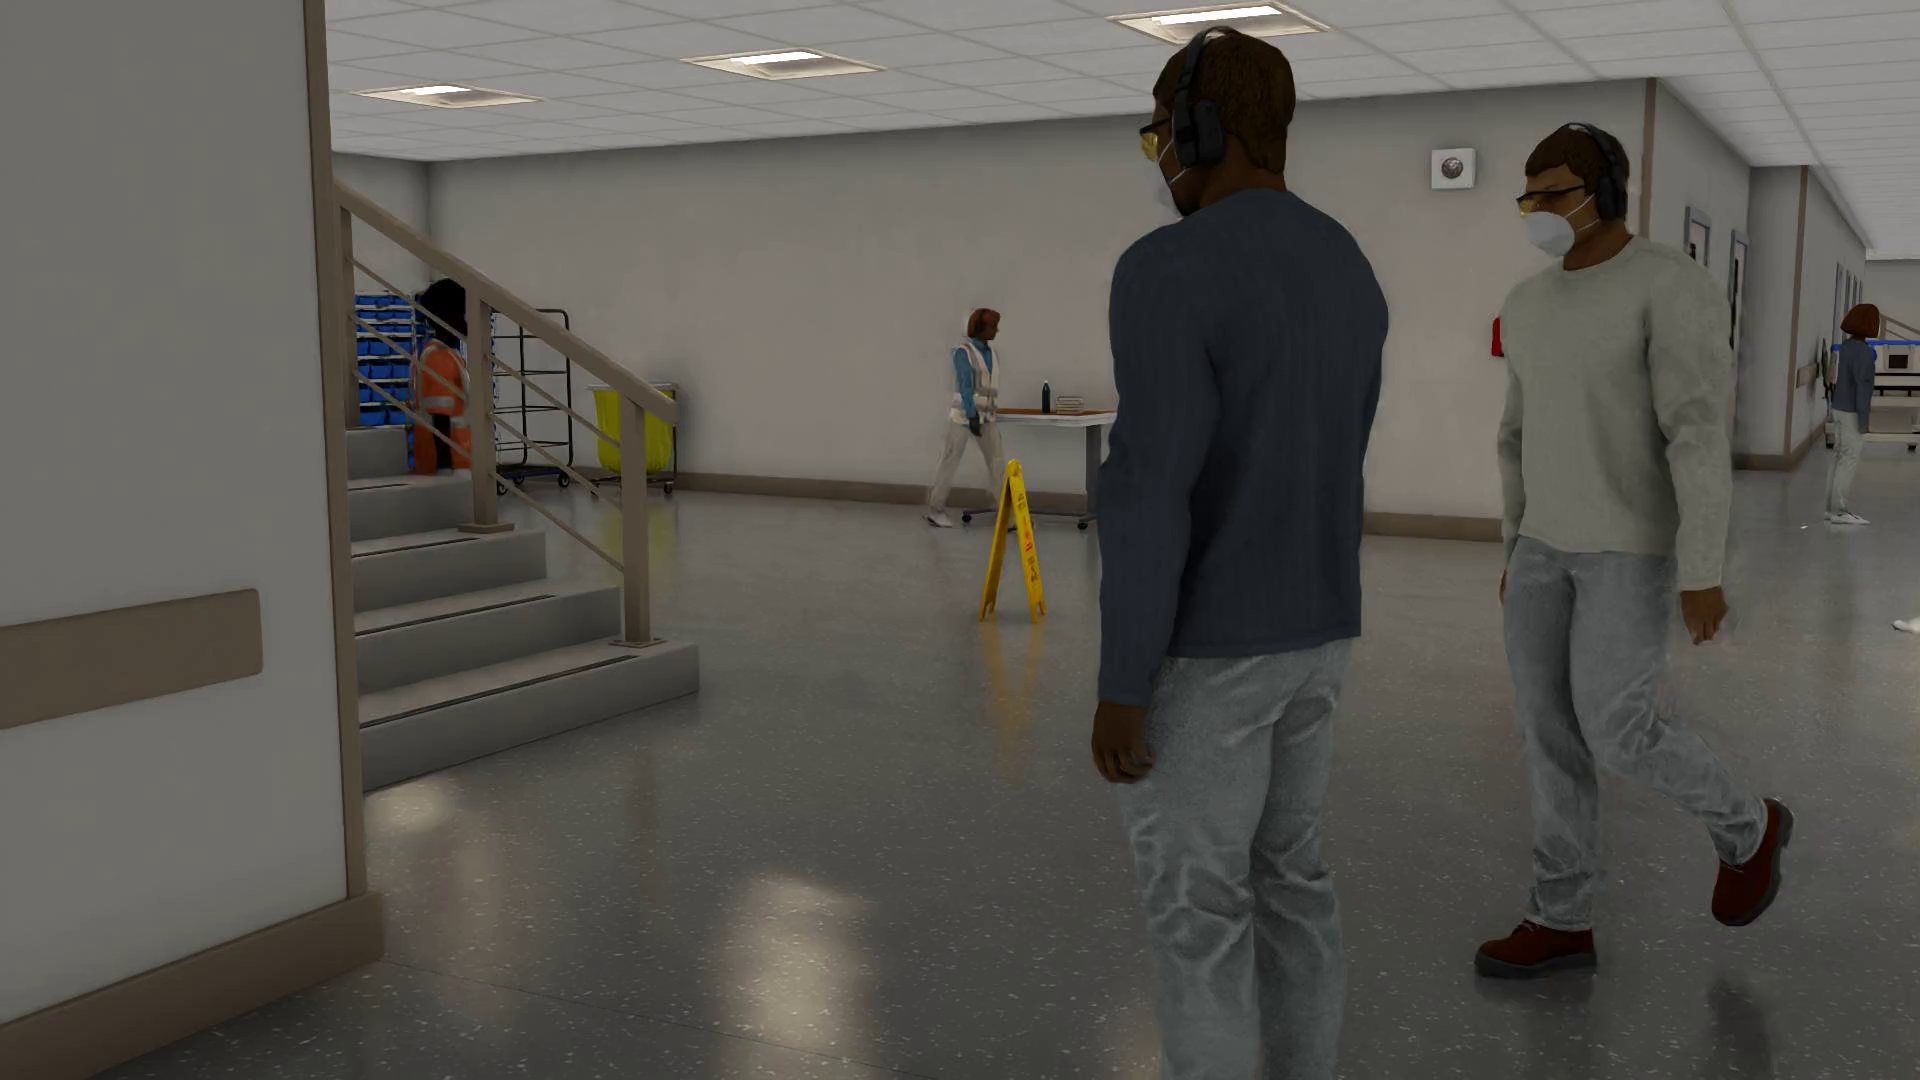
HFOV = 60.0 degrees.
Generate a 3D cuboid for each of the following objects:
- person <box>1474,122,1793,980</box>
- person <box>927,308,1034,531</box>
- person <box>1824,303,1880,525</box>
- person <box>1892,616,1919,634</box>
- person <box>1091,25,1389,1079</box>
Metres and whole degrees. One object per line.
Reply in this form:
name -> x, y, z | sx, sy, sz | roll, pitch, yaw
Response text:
person -> 1.519, 0.034, 3.773 | 0.691, 1.913, 0.666 | -3, 8, -19
person -> 0.113, -0.852, 11.855 | 0.909, 1.584, 0.515 | 7, 10, 42
person -> 6.577, -0.922, 12.238 | 0.283, 1.625, 0.495 | 1, 8, 11
person -> 4.775, -0.441, 7.531 | 0.595, 1.897, 0.867 | -4, 8, -26
person -> 0.432, 0.178, 2.619 | 0.377, 1.931, 0.636 | 7, 10, 42
